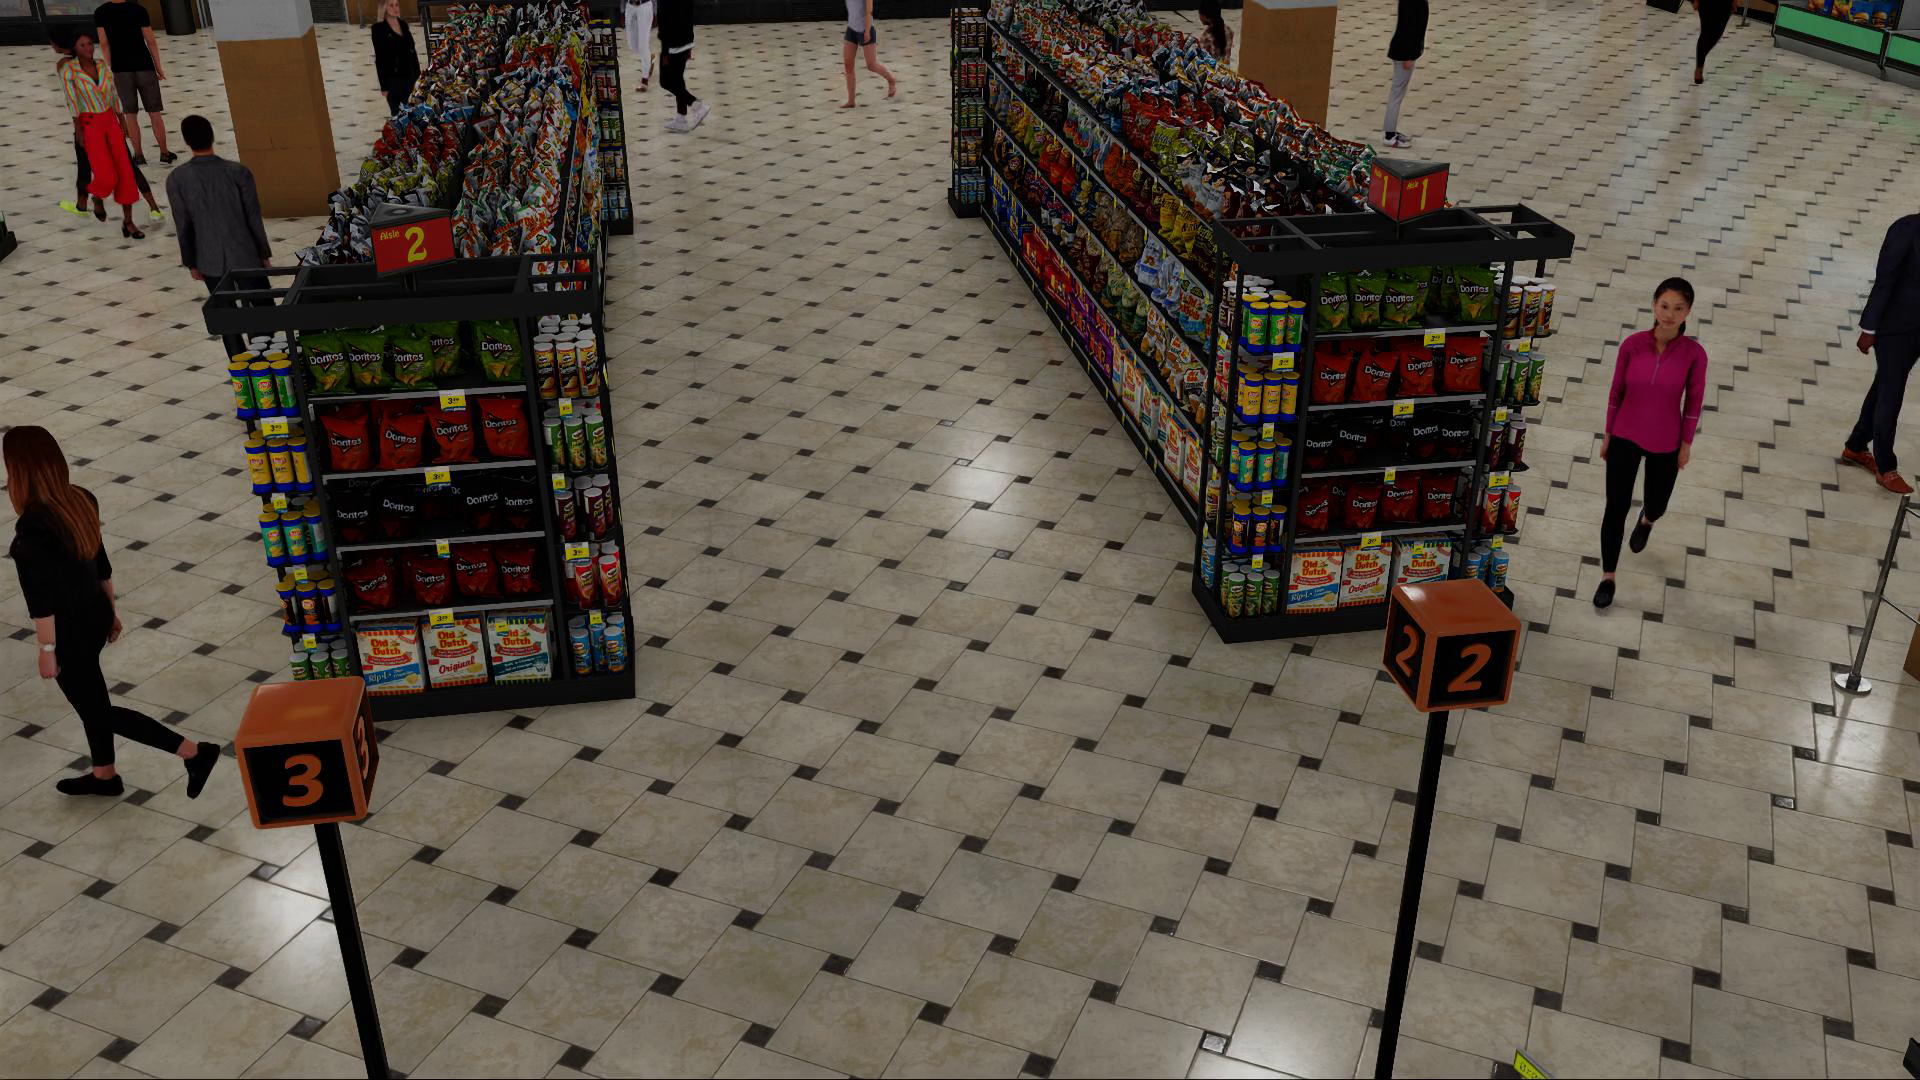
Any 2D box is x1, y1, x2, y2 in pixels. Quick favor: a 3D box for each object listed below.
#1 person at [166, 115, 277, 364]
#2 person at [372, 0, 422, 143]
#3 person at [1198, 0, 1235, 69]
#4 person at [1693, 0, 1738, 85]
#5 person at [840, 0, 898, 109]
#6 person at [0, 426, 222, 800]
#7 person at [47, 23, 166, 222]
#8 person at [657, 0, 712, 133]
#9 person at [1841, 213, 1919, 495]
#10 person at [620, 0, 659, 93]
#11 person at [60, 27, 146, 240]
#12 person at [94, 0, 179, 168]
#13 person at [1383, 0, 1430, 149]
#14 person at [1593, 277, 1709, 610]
[{"bbox_3d":[-4.686,-1.768,10.673,0.746,1.861,0.904,-7,28,-14],"label":"person"},{"bbox_3d":[-5.462,-4.412,16.094,0.967,1.673,0.921,15,31,27],"label":"person"},{"bbox_3d":[2.422,-4.048,15.299,0.888,1.744,1.161,-14,30,-26],"label":"person"},{"bbox_3d":[9.030,-6.421,19.909,0.866,1.806,1.184,3,27,6],"label":"person"},{"bbox_3d":[-1.046,-5.707,18.635,1.015,1.684,1.033,-24,35,-39],"label":"person"},{"bbox_3d":[-3.442,0.357,6.668,0.754,1.694,0.957,0,27,-1],"label":"person"},{"bbox_3d":[-7.364,-3.519,14.328,1.168,1.679,1.221,14,30,26],"label":"person"},{"bbox_3d":[-2.904,-5.156,17.419,1.007,1.803,0.981,12,29,23],"label":"person"},{"bbox_3d":[5.447,-1.257,9.720,0.835,1.812,0.958,-10,29,-19],"label":"person"},{"bbox_3d":[-3.734,-6.173,19.529,0.845,1.707,1.053,6,28,12],"label":"person"},{"bbox_3d":[-7.269,-3.394,13.970,0.938,1.779,0.882,14,30,26],"label":"person"},{"bbox_3d":[-8.094,-4.604,16.265,0.712,1.862,0.649,-10,29,-19],"label":"person"},{"bbox_3d":[4.563,-5.042,17.026,0.851,1.955,0.717,9,28,16],"label":"person"},{"bbox_3d":[3.479,-0.514,8.406,0.963,1.675,1.096,13,30,24],"label":"person"}]
